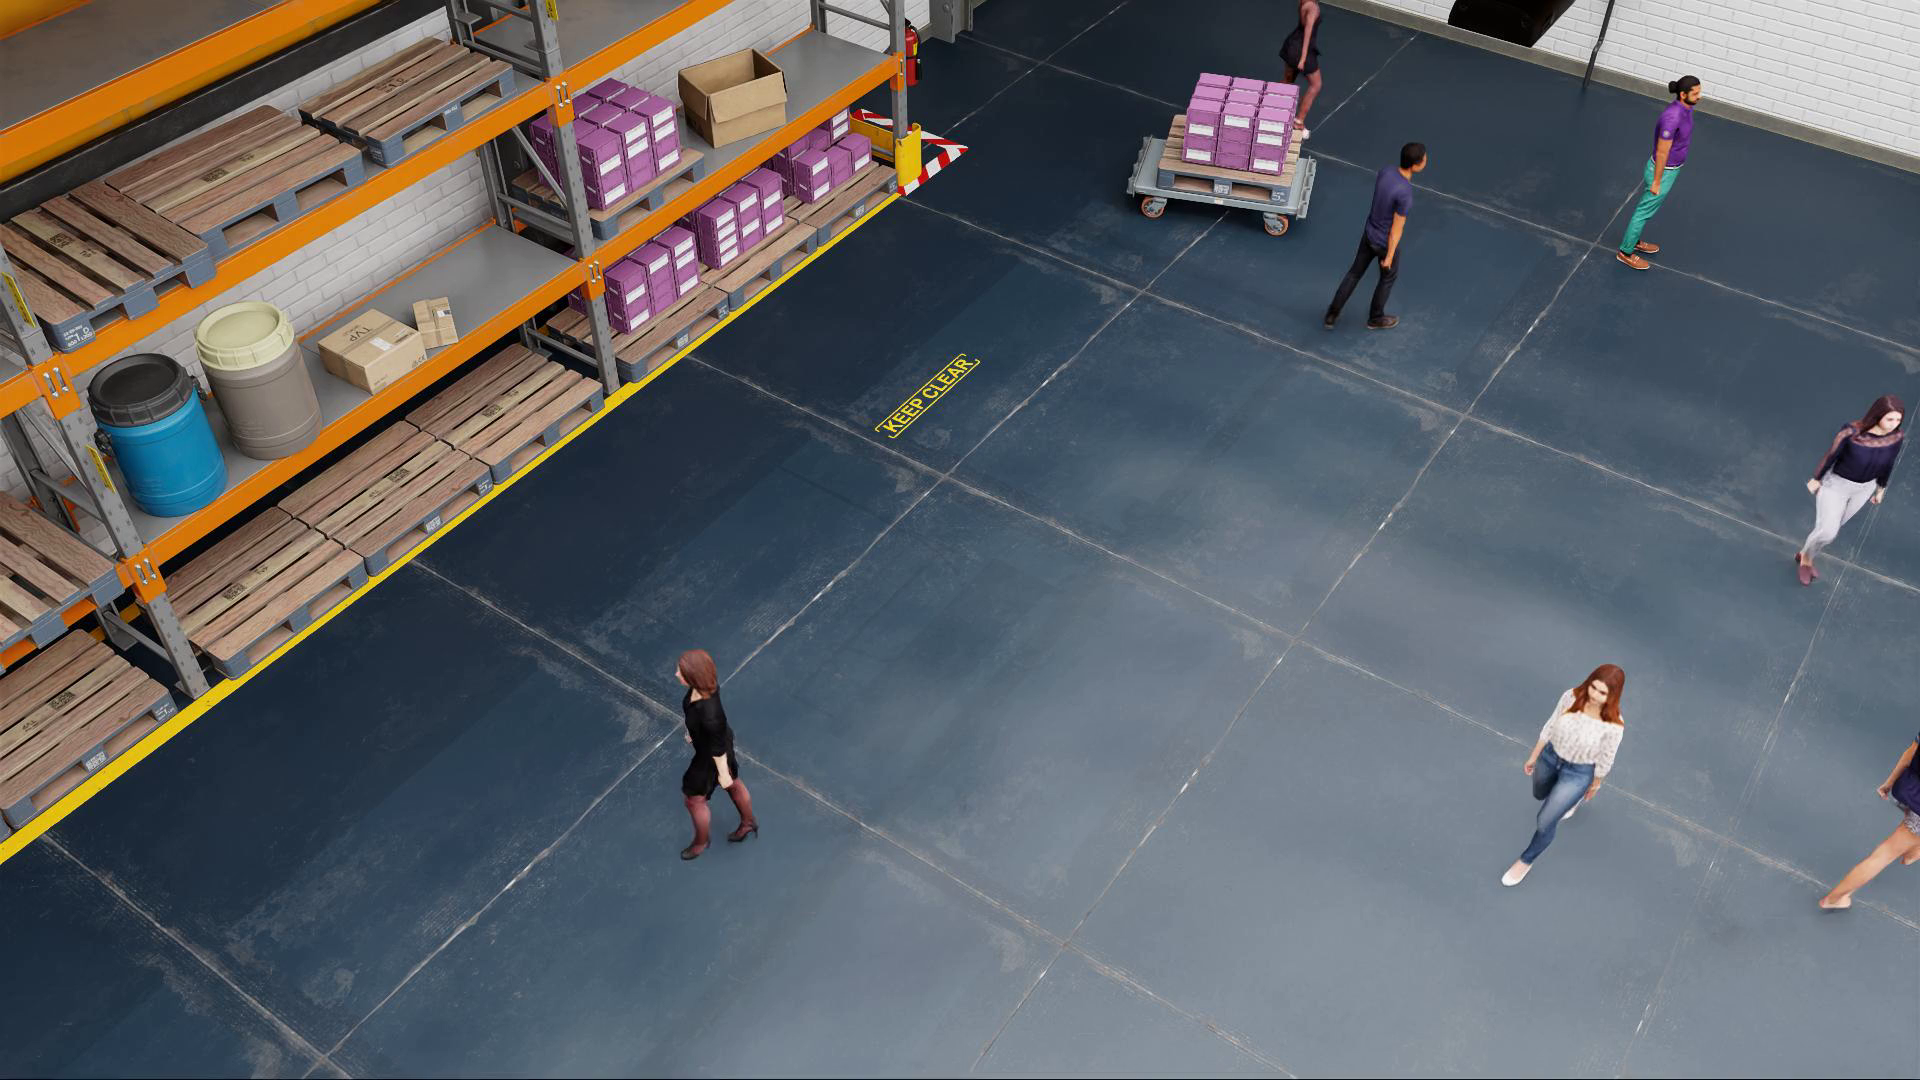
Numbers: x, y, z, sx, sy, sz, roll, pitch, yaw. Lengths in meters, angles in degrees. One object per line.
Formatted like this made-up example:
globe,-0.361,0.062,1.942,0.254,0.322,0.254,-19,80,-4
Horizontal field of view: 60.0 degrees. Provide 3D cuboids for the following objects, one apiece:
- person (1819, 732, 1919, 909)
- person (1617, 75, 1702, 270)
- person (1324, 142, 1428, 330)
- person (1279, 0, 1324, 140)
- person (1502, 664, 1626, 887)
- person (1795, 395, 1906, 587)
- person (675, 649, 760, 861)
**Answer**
person,5.408,1.544,9.469,1.202,1.710,1.035,-13,45,-14
person,6.079,-3.219,14.425,0.689,1.768,0.514,23,48,22
person,3.389,-2.464,13.639,0.996,1.759,0.904,-17,46,-17
person,3.181,-4.670,15.944,0.785,1.774,0.725,-6,44,-6
person,3.595,1.291,9.738,1.112,1.704,0.825,-26,49,-24
person,6.145,-0.396,11.587,0.734,1.596,0.776,-2,44,-2
person,-1.358,1.244,9.798,0.882,1.691,0.816,-10,44,-10
